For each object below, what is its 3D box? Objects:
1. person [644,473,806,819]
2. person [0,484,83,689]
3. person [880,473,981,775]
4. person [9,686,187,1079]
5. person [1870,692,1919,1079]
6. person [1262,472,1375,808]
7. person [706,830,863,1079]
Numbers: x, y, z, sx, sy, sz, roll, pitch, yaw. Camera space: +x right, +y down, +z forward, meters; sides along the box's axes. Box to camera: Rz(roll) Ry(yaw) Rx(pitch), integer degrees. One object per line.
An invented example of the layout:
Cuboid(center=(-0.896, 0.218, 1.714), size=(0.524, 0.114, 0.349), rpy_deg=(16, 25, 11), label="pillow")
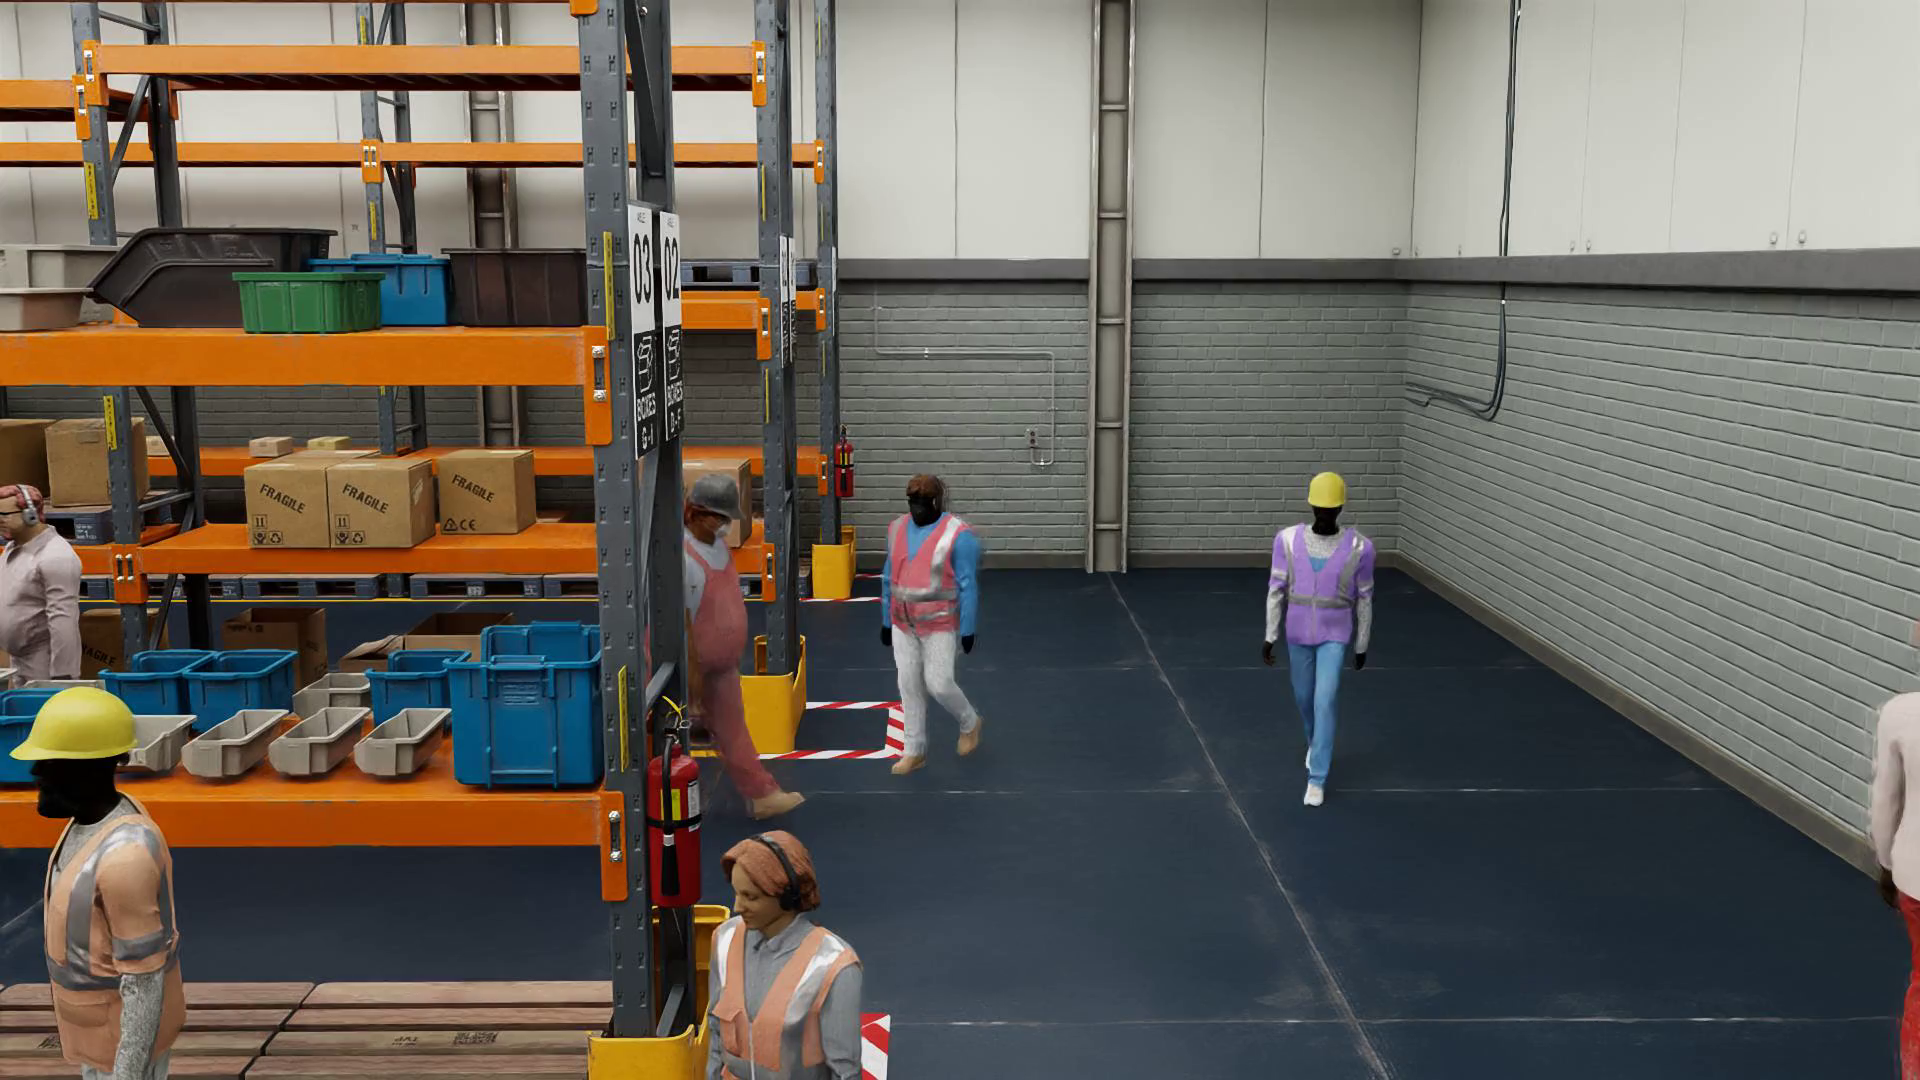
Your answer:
Cuboid(center=(-1.349, 0.573, 8.911), size=(1.017, 2.000, 0.741), rpy_deg=(3, 10, 17), label="person")
Cuboid(center=(-4.954, 0.641, 8.939), size=(0.647, 1.899, 0.398), rpy_deg=(7, 12, 38), label="person")
Cuboid(center=(-0.181, 0.494, 10.047), size=(0.640, 1.826, 0.551), rpy_deg=(7, 11, 35), label="person")
Cuboid(center=(-2.320, 1.340, 4.548), size=(0.363, 1.930, 0.587), rpy_deg=(-7, 12, -37), label="person")
Cuboid(center=(3.420, 1.145, 5.609), size=(0.515, 1.963, 0.651), rpy_deg=(-7, 12, -36), label="person")
Cuboid(center=(2.112, 0.520, 9.722), size=(0.588, 1.889, 0.946), rpy_deg=(5, 10, 26), label="person")
Cuboid(center=(-0.443, 1.532, 4.292), size=(0.527, 1.630, 0.313), rpy_deg=(7, 12, 37), label="person")
